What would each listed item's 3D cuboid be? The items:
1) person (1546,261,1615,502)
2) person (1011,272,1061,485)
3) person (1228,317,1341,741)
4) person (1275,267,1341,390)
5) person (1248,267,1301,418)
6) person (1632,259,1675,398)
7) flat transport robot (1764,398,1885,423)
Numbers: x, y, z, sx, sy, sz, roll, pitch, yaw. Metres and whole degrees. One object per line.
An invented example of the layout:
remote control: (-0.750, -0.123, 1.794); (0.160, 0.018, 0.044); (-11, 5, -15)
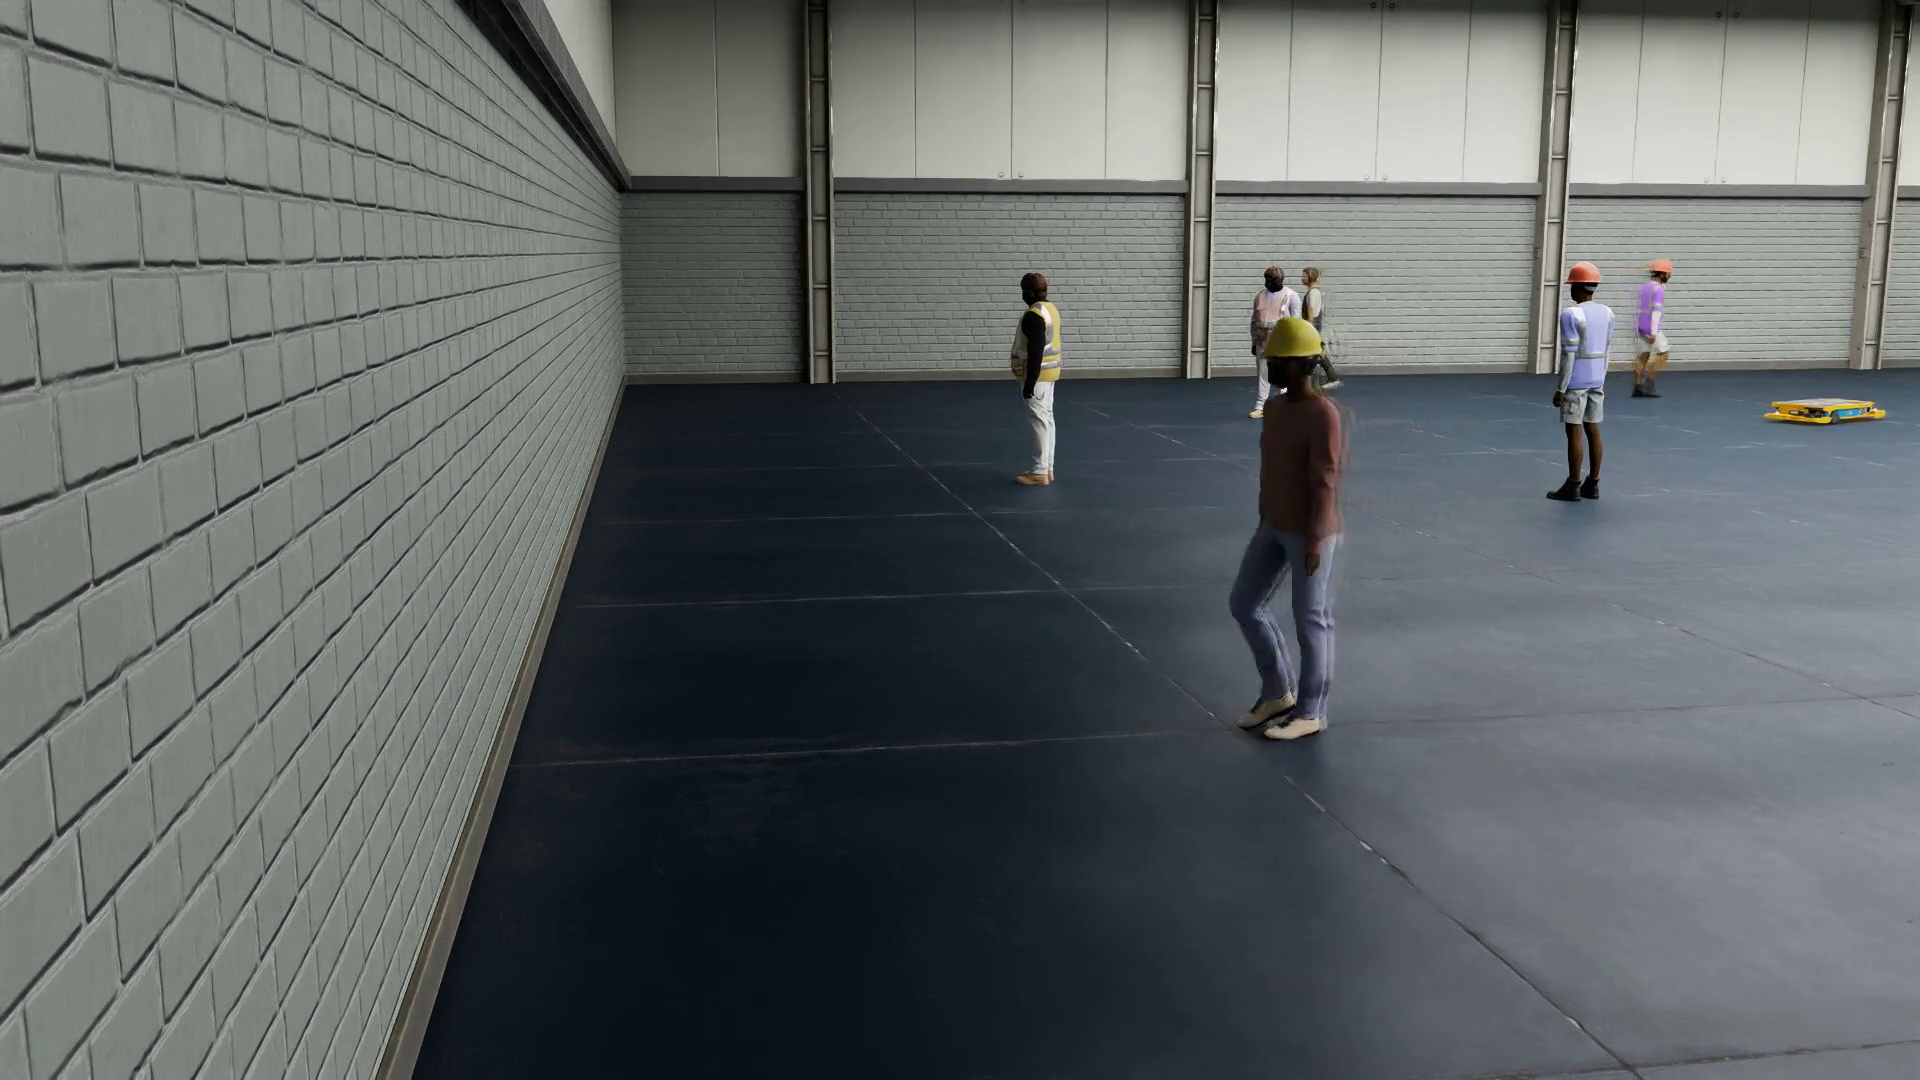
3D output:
person: (5.025, -1.279, 13.502); (0.546, 1.939, 0.375); (-5, 11, -28)
person: (0.656, -1.401, 14.489); (0.429, 1.839, 0.629); (3, 10, 16)
person: (1.325, -0.031, 6.824); (0.451, 1.751, 0.545); (-4, 11, -23)
person: (5.167, -3.096, 24.370); (0.946, 1.804, 0.524); (1, 10, 7)
person: (3.783, -2.370, 20.075); (0.624, 1.838, 0.430); (8, 13, 38)
person: (9.566, -2.907, 22.931); (0.495, 1.914, 0.559); (0, 10, -3)
flat transport robot: (10.337, -1.553, 19.872); (1.431, 0.197, 0.652); (-6, 12, -31)
